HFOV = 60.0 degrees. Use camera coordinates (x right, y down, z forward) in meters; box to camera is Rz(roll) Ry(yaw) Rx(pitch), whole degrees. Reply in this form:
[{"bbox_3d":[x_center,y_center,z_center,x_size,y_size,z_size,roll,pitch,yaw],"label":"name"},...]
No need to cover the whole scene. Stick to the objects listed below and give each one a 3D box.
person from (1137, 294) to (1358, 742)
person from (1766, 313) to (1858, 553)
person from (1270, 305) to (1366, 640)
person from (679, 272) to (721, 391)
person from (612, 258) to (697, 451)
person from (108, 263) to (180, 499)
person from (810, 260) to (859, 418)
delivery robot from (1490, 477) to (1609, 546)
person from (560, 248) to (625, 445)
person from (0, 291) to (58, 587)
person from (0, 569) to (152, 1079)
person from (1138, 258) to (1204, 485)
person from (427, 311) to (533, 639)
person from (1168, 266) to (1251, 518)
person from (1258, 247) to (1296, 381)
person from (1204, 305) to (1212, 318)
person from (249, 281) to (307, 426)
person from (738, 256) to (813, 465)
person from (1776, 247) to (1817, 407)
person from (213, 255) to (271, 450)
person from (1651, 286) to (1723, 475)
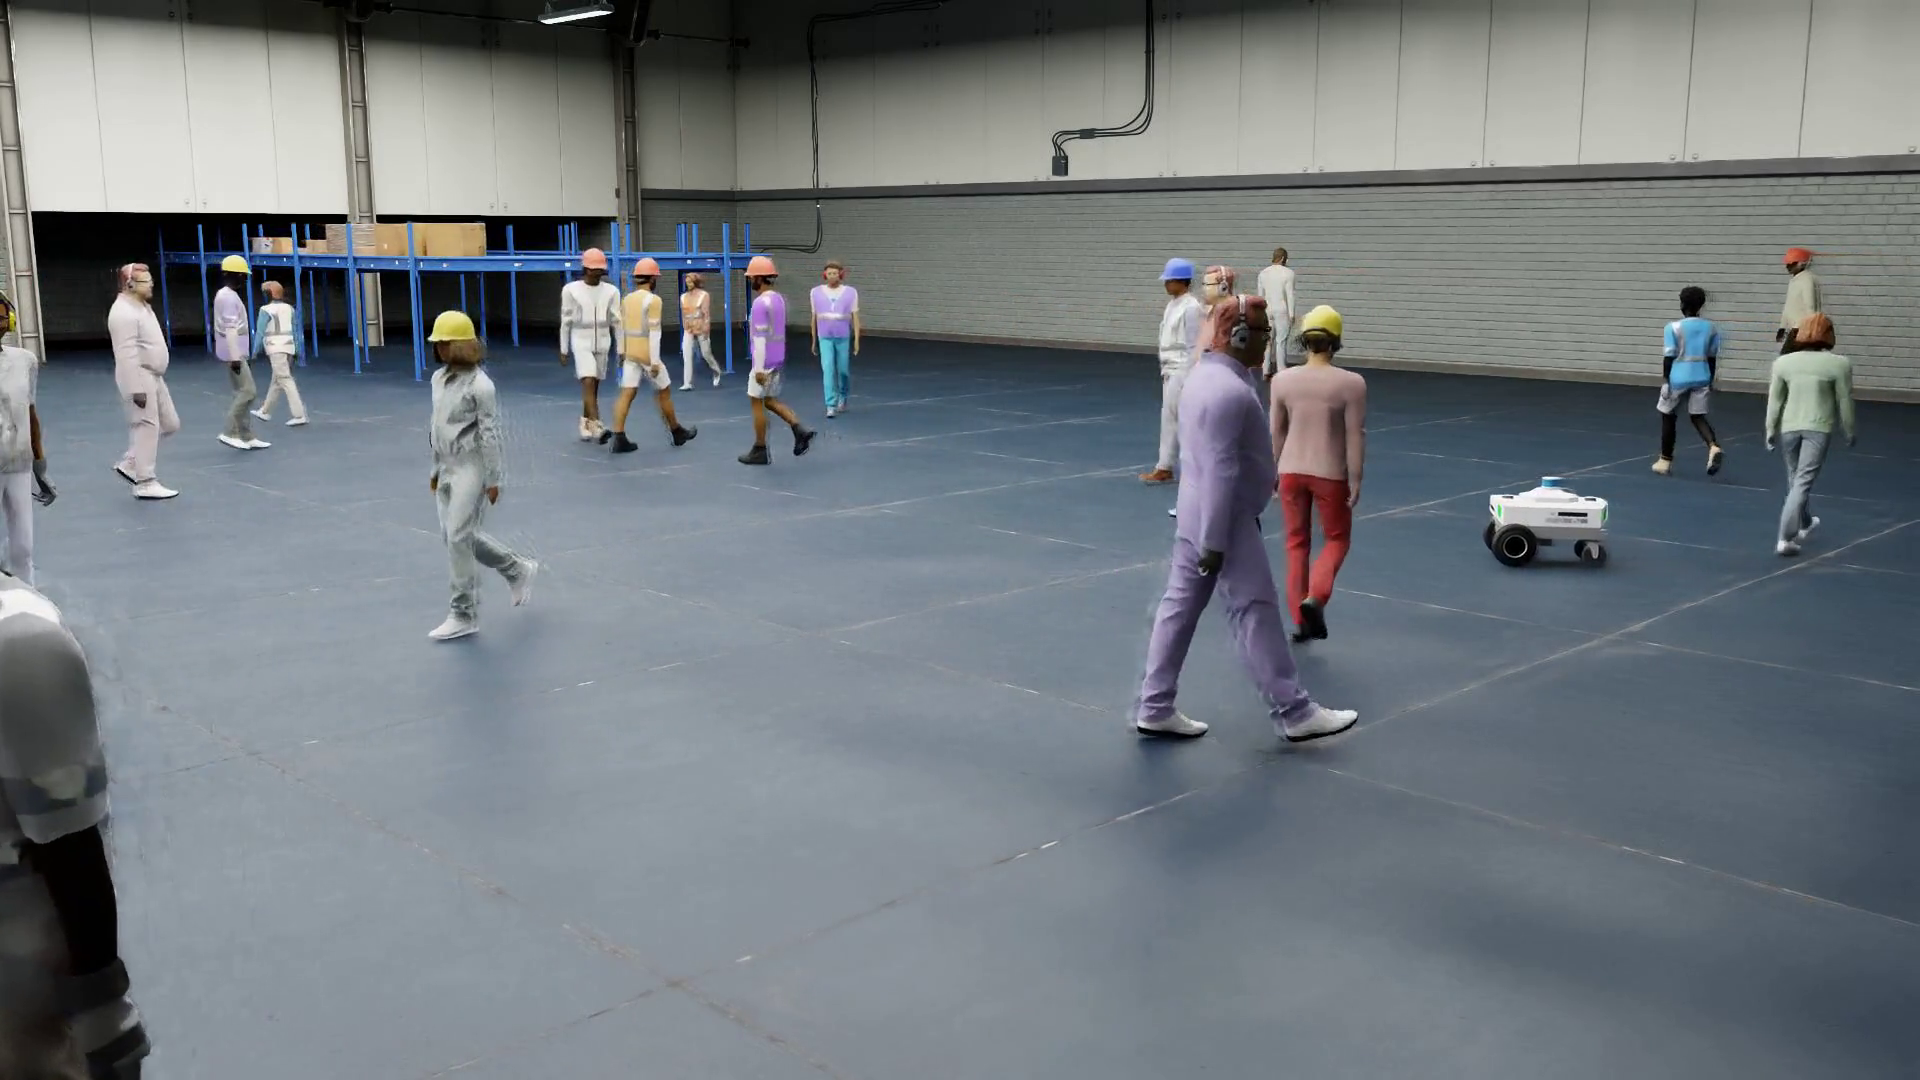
[{"bbox_3d":[1.194,-0.076,6.908,0.954,1.860,0.658,-1,10,-4],"label":"person"},{"bbox_3d":[5.748,-0.725,11.217,0.858,1.590,0.506,-8,13,-37],"label":"person"},{"bbox_3d":[1.818,-0.326,8.590,0.528,1.758,0.484,6,12,30],"label":"person"},{"bbox_3d":[-3.603,-2.889,22.958,0.509,1.608,0.757,4,11,22],"label":"person"},{"bbox_3d":[-3.091,-1.836,16.481,0.566,1.879,1.002,8,13,36],"label":"person"},{"bbox_3d":[-6.551,-1.273,13.374,0.433,1.888,0.665,-2,11,-12],"label":"person"},{"bbox_3d":[-1.472,-2.383,19.633,0.571,1.823,0.801,0,10,-2],"label":"person"},{"bbox_3d":[3.843,-0.169,10.863,0.707,0.478,0.477,2,11,10],"label":"delivery robot"},{"bbox_3d":[-3.724,-1.966,16.928,0.625,1.971,1.091,-6,12,-31],"label":"person"},{"bbox_3d":[-4.769,-0.325,8.285,0.329,1.865,0.513,6,12,28],"label":"person"},{"bbox_3d":[-1.622,0.662,2.778,1.001,1.916,0.641,-10,15,-44],"label":"person"},{"bbox_3d":[1.939,-1.442,14.209,0.764,1.924,0.623,-2,11,-10],"label":"person"},{"bbox_3d":[-2.595,-0.371,8.896,0.486,1.720,0.650,9,14,42],"label":"person"},{"bbox_3d":[1.840,-1.097,12.441,0.802,1.874,0.665,-1,10,-7],"label":"person"},{"bbox_3d":[4.619,-3.282,24.217,0.372,1.935,0.627,-10,14,-43],"label":"person"},{"bbox_3d":[3.153,-2.553,21.115,0.807,1.598,0.545,-2,11,-11],"label":"person"},{"bbox_3d":[-7.652,-2.074,18.530,0.847,1.594,0.531,3,11,15],"label":"person"},{"bbox_3d":[-1.750,-1.660,15.396,0.630,1.926,0.558,3,11,18],"label":"person"},{"bbox_3d":[10.268,-2.605,20.444,0.554,1.969,0.619,3,11,13],"label":"person"},{"bbox_3d":[-7.090,-1.832,16.351,0.424,1.915,0.649,-4,11,-22],"label":"person"},{"bbox_3d":[6.423,-1.385,14.588,0.538,1.676,0.723,-2,11,-9],"label":"person"}]
